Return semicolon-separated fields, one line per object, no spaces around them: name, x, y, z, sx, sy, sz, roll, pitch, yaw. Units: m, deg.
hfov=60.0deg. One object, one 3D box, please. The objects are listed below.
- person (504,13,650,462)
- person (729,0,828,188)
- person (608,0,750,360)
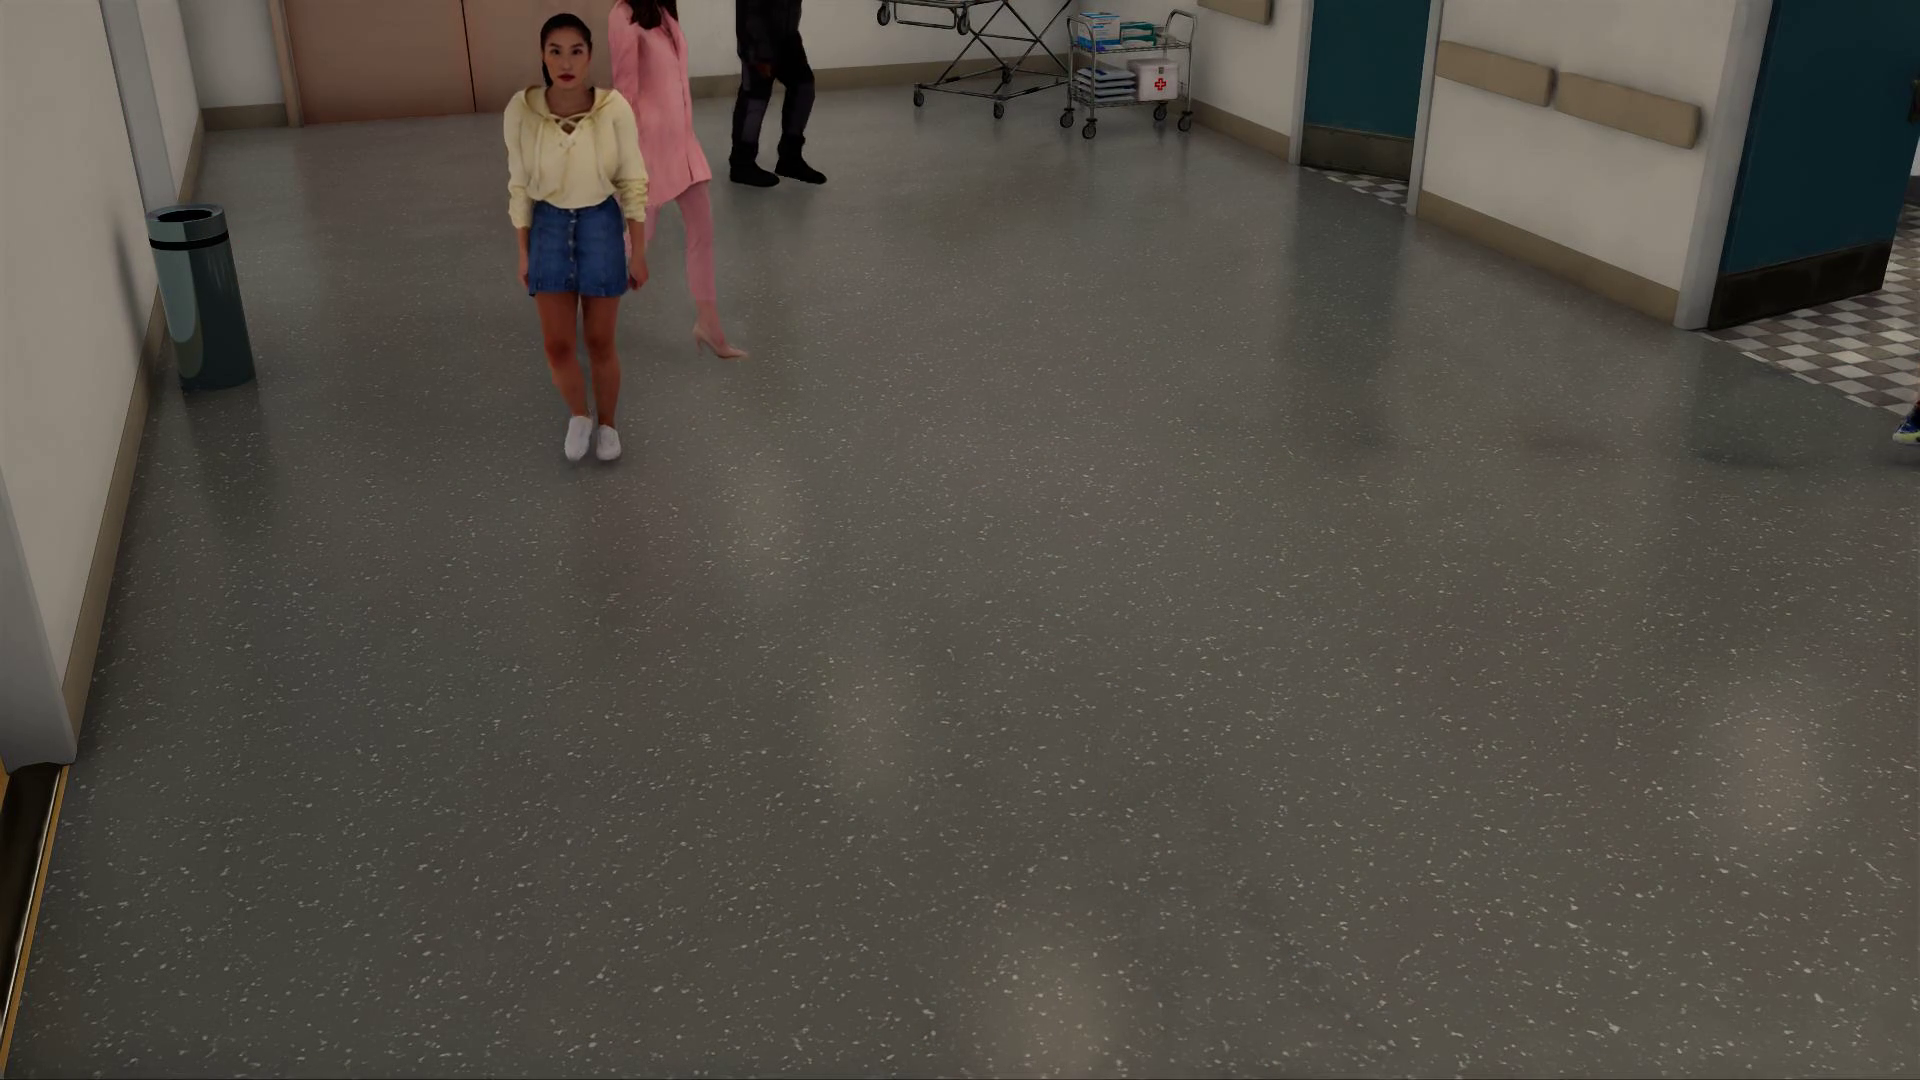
person;-1.367;-1.069;6.006;0.704;1.616;0.661;-4;26;-7
person;-1.191;-2.957;9.736;1.006;1.777;0.946;10;28;20
person;-1.343;-1.614;6.961;1.161;1.769;1.105;12;28;23
